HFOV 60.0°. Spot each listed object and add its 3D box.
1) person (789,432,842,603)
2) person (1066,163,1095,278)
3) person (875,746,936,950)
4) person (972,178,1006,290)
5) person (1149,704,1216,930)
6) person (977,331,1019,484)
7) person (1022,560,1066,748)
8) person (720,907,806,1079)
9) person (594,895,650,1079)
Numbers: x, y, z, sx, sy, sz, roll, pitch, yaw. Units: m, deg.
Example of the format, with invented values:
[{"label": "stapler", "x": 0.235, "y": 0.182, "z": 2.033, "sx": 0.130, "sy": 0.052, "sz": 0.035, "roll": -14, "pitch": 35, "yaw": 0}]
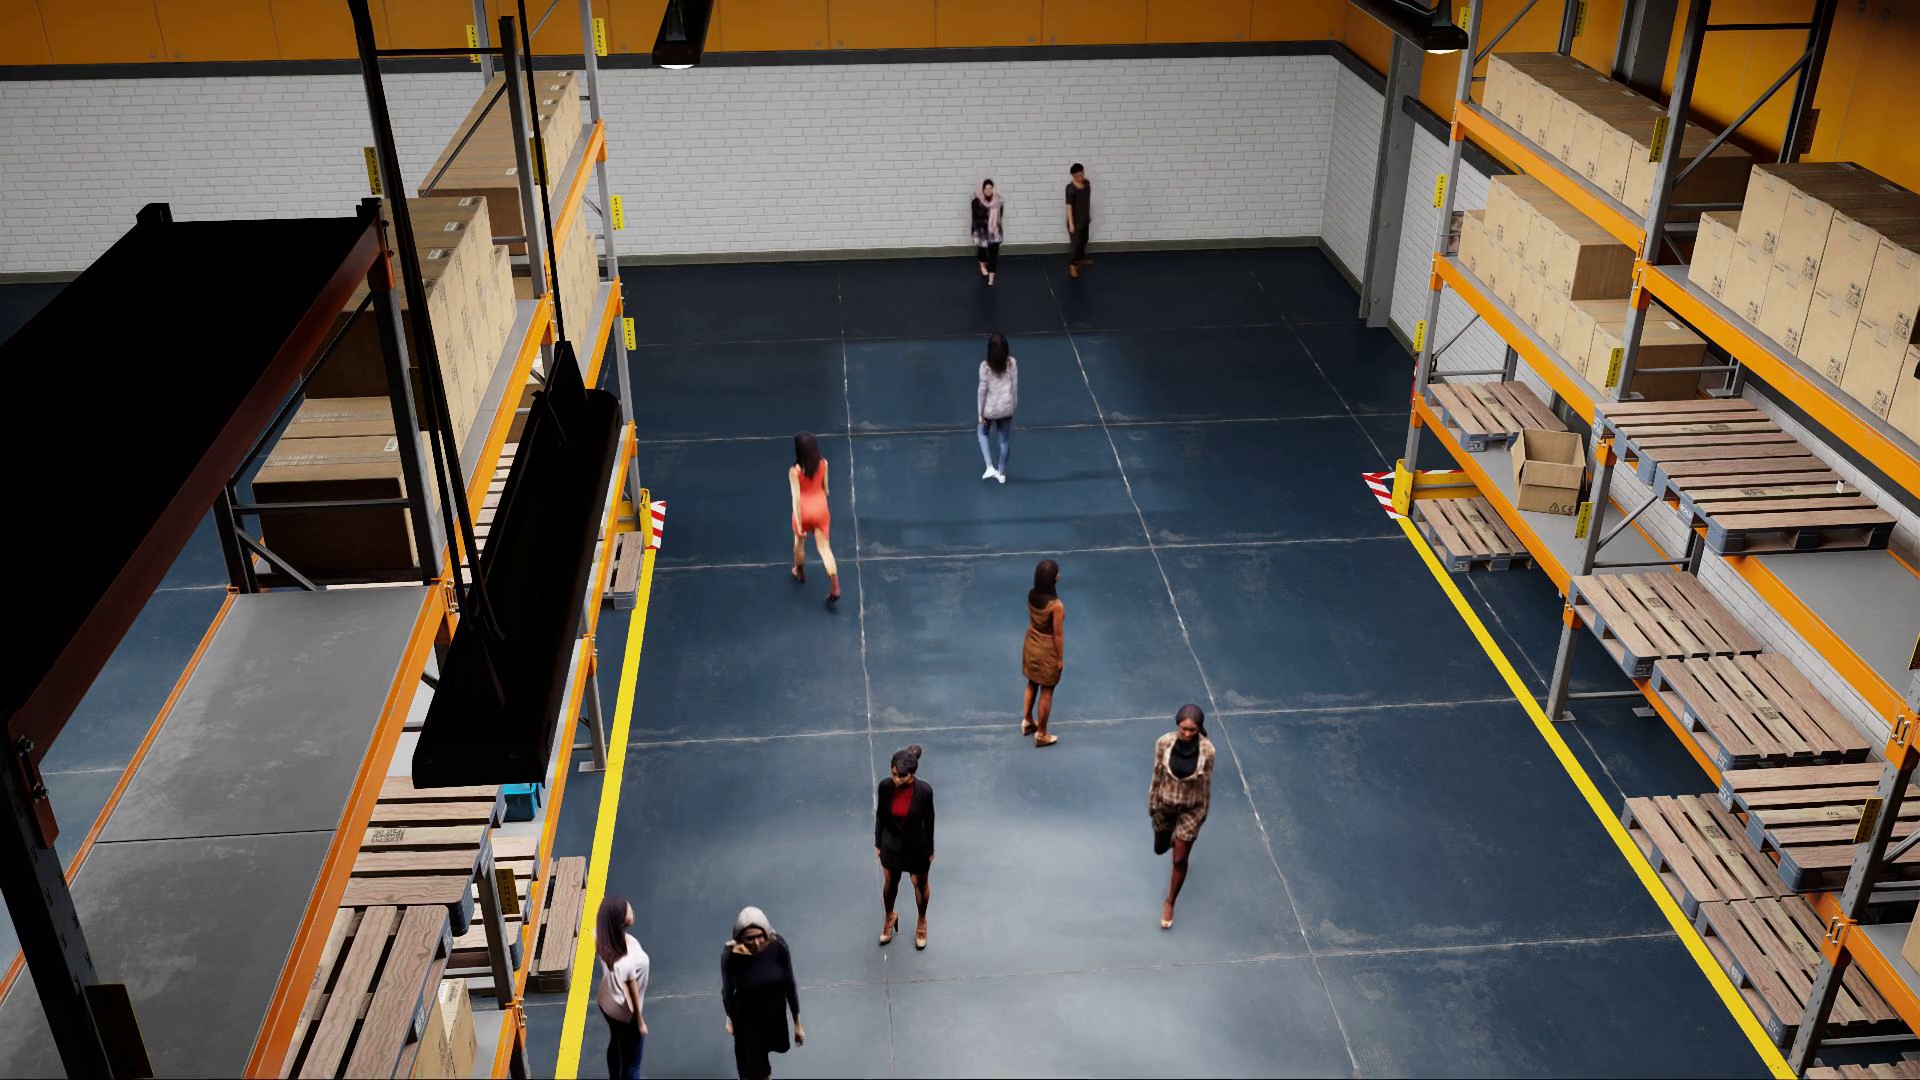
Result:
[{"label": "person", "x": -1.356, "y": -0.192, "z": 15.698, "sx": 0.917, "sy": 1.684, "sz": 1.200, "roll": -15, "pitch": 32, "yaw": -26}, {"label": "person", "x": 1.695, "y": -4.602, "z": 23.797, "sx": 0.909, "sy": 1.670, "sz": 0.852, "roll": 15, "pitch": 32, "yaw": 26}, {"label": "person", "x": -0.378, "y": 2.139, "z": 11.472, "sx": 0.651, "sy": 1.640, "sz": 0.688, "roll": 6, "pitch": 29, "yaw": 10}, {"label": "person", "x": 0.388, "y": -4.357, "z": 23.463, "sx": 0.683, "sy": 1.561, "sz": 1.159, "roll": -7, "pitch": 29, "yaw": -12}, {"label": "person", "x": 1.551, "y": 1.883, "z": 11.802, "sx": 0.822, "sy": 1.773, "sz": 1.048, "roll": 8, "pitch": 30, "yaw": 14}, {"label": "person", "x": 0.430, "y": -1.380, "z": 17.837, "sx": 0.673, "sy": 1.721, "sz": 0.671, "roll": -7, "pitch": 29, "yaw": -13}, {"label": "person", "x": 0.682, "y": 0.923, "z": 13.655, "sx": 0.704, "sy": 1.683, "sz": 0.600, "roll": -18, "pitch": 33, "yaw": -29}, {"label": "person", "x": -1.231, "y": 2.861, "z": 10.070, "sx": 0.822, "sy": 1.714, "sz": 1.134, "roll": -13, "pitch": 31, "yaw": -23}, {"label": "person", "x": -2.059, "y": 2.859, "z": 10.110, "sx": 0.747, "sy": 1.679, "sz": 0.628, "roll": -17, "pitch": 33, "yaw": -29}]
